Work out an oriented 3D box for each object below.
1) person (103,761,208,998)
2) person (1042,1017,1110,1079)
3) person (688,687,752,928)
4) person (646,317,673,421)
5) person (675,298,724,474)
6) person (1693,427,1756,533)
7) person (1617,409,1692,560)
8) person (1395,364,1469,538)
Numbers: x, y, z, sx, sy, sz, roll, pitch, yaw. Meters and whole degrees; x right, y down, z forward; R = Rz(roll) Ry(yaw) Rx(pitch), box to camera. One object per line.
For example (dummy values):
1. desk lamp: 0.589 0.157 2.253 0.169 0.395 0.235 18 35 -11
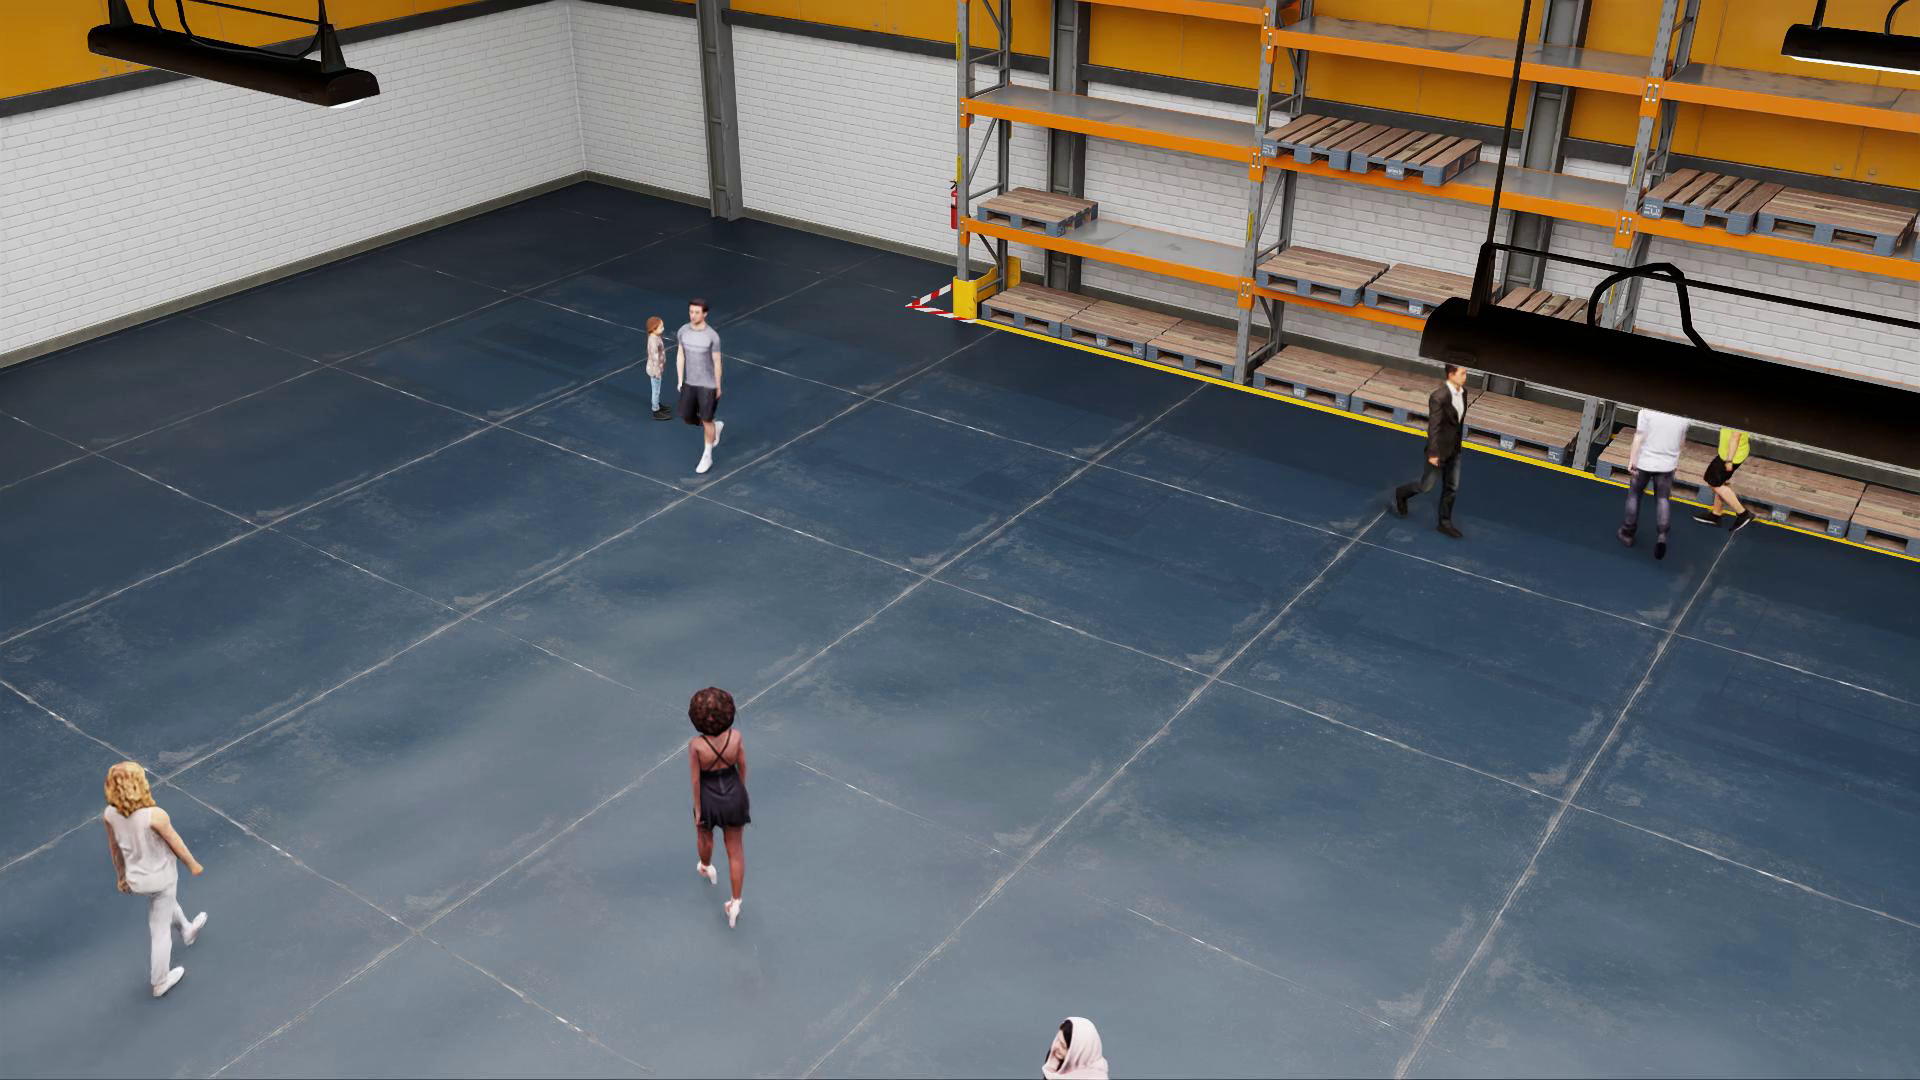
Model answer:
1. person: -5.191 2.189 10.575 0.954 1.634 0.847 8 30 15
2. person: 0.603 3.147 8.815 0.803 1.637 0.720 -11 31 -19
3. person: -1.574 1.825 11.108 0.858 1.761 1.004 -11 31 -19
4. person: -3.402 -1.936 18.595 0.597 1.193 0.545 -3 29 -5
5. person: -2.661 -1.669 17.414 0.895 1.856 0.841 12 31 20
6. person: 7.559 -0.857 16.095 0.770 1.694 0.625 18 33 30
7. person: 6.561 -0.679 15.637 1.050 1.819 1.034 1 29 2
8. person: 4.616 -0.919 16.115 0.916 1.783 1.139 -19 34 -30
